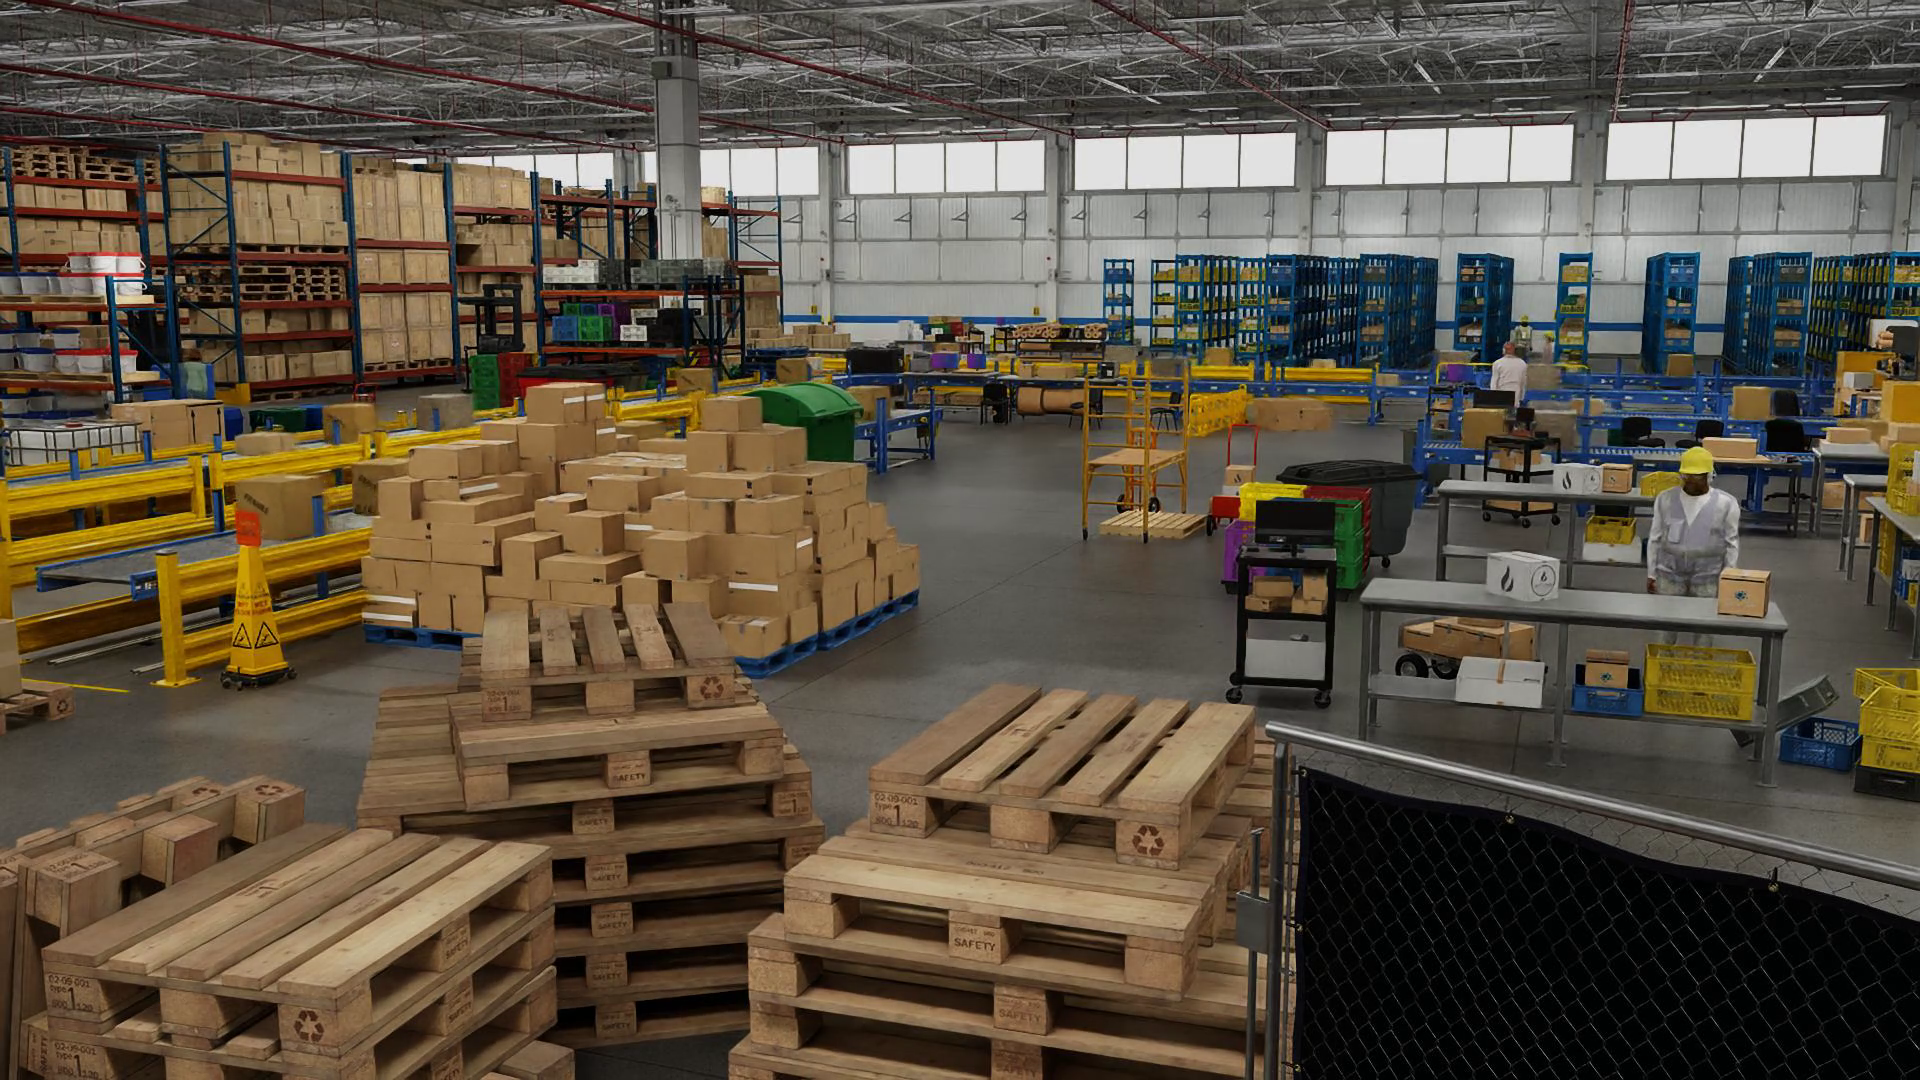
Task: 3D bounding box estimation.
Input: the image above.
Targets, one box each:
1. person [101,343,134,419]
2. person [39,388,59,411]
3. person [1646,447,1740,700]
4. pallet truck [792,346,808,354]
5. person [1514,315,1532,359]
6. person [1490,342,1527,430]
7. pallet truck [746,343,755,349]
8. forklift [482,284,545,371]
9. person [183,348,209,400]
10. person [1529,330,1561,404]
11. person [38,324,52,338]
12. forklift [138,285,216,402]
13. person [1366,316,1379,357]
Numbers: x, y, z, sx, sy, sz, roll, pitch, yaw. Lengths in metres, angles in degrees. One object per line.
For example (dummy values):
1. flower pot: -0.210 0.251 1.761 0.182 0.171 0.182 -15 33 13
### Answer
1. person: -14.322 -2.419 28.294 0.399 1.925 0.542 5 10 27
2. person: -14.498 -1.940 26.306 0.517 1.585 0.881 5 11 31
3. person: 5.206 0.240 11.868 0.601 1.827 0.404 6 11 33
4. pallet truck: -3.705 -4.298 42.022 0.653 1.274 1.630 3 10 20
5. person: 16.945 -5.836 50.011 0.602 1.830 0.404 -2 9 -12
6. person: 9.426 -2.467 28.676 0.634 1.900 0.398 -2 9 -13
7. pallet truck: -6.183 -4.618 44.264 1.601 1.201 0.680 -9 12 -43
8. forklift: -10.832 -4.702 39.610 1.129 2.768 1.873 3 10 20
9. person: -14.813 -2.922 32.377 0.502 1.606 0.618 0 9 3
10. person: 13.835 -4.090 39.344 0.770 1.739 0.529 4 10 23
11. person: -25.168 -5.086 45.728 0.320 1.697 0.532 6 11 31
12. forklift: -17.480 -4.200 36.461 1.873 2.768 1.129 3 10 19
13. person: 12.628 -6.032 50.730 0.612 1.996 0.389 -8 12 -40
